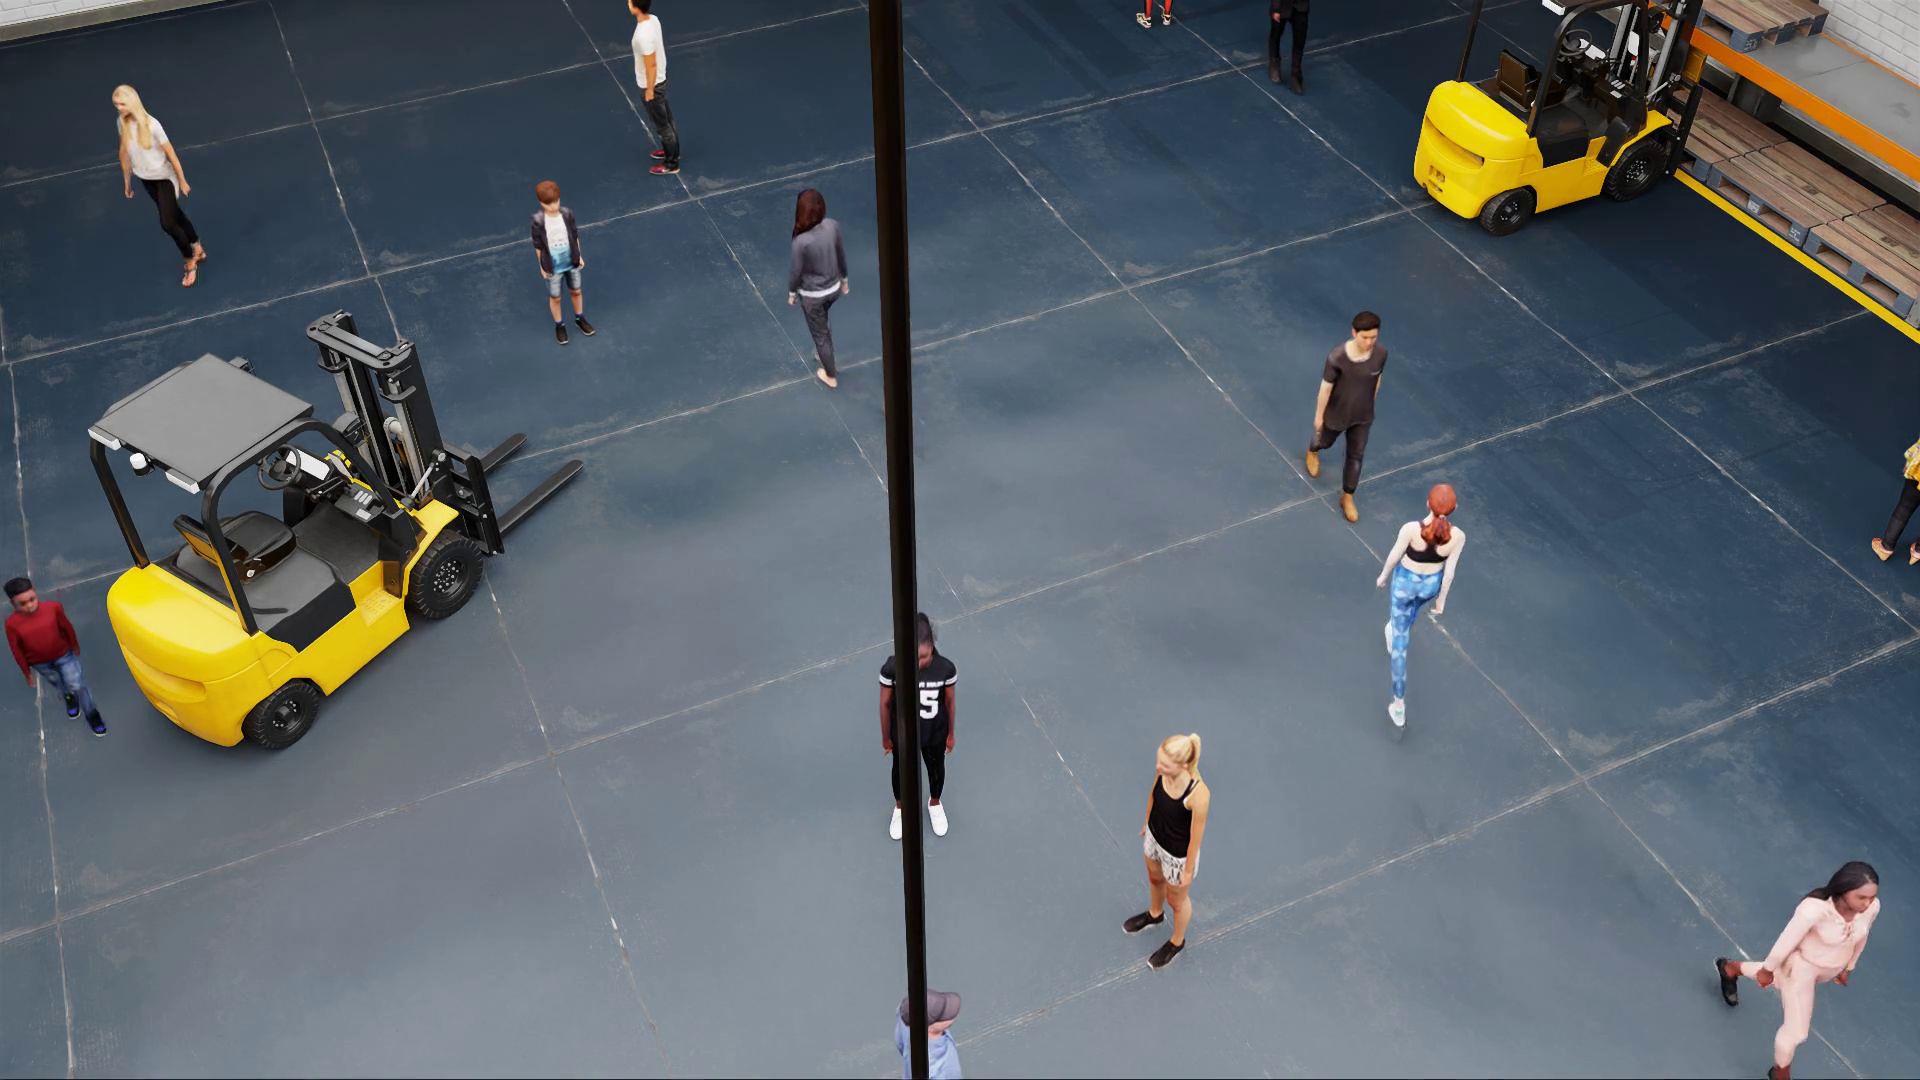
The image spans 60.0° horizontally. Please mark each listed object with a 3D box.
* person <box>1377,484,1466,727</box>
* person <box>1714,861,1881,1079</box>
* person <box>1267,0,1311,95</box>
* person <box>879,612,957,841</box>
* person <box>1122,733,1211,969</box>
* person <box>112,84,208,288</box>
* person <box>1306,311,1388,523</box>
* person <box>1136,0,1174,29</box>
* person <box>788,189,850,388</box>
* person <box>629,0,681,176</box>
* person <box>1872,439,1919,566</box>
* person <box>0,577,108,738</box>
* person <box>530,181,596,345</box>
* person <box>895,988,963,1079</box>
[{"bbox_3d":[2.899,0.414,10.615,1.007,1.740,1.268,3,44,4],"label":"person"},{"bbox_3d":[4.424,2.187,8.788,0.779,1.683,1.192,-10,45,-11],"label":"person"},{"bbox_3d":[3.297,-5.459,16.763,0.794,1.754,0.967,-3,44,-3],"label":"person"},{"bbox_3d":[-0.246,1.116,9.872,0.690,1.739,0.694,-3,44,-3],"label":"person"},{"bbox_3d":[1.183,1.673,9.211,0.663,1.844,0.474,-22,48,-22],"label":"person"},{"bbox_3d":[-6.814,-3.128,14.274,0.825,1.810,0.886,14,45,15],"label":"person"},{"bbox_3d":[2.801,-1.011,12.137,0.822,1.694,1.129,-6,44,-6],"label":"person"},{"bbox_3d":[2.127,-6.361,17.670,0.667,1.808,0.619,-8,44,-8],"label":"person"},{"bbox_3d":[-1.043,-1.933,13.057,0.721,1.758,0.724,-33,53,-30],"label":"person"},{"bbox_3d":[-2.848,-4.279,15.497,0.773,1.801,0.617,-1,44,-1],"label":"person"},{"bbox_3d":[6.855,-0.487,11.615,0.883,1.654,0.939,10,44,10],"label":"person"},{"bbox_3d":[-5.871,0.678,10.694,0.530,1.238,0.735,-19,47,-19],"label":"person"},{"bbox_3d":[-3.284,-2.303,13.672,0.550,1.446,0.534,-22,48,-22],"label":"person"},{"bbox_3d":[-0.142,2.729,8.071,0.743,1.887,0.559,-11,45,-11],"label":"person"}]
